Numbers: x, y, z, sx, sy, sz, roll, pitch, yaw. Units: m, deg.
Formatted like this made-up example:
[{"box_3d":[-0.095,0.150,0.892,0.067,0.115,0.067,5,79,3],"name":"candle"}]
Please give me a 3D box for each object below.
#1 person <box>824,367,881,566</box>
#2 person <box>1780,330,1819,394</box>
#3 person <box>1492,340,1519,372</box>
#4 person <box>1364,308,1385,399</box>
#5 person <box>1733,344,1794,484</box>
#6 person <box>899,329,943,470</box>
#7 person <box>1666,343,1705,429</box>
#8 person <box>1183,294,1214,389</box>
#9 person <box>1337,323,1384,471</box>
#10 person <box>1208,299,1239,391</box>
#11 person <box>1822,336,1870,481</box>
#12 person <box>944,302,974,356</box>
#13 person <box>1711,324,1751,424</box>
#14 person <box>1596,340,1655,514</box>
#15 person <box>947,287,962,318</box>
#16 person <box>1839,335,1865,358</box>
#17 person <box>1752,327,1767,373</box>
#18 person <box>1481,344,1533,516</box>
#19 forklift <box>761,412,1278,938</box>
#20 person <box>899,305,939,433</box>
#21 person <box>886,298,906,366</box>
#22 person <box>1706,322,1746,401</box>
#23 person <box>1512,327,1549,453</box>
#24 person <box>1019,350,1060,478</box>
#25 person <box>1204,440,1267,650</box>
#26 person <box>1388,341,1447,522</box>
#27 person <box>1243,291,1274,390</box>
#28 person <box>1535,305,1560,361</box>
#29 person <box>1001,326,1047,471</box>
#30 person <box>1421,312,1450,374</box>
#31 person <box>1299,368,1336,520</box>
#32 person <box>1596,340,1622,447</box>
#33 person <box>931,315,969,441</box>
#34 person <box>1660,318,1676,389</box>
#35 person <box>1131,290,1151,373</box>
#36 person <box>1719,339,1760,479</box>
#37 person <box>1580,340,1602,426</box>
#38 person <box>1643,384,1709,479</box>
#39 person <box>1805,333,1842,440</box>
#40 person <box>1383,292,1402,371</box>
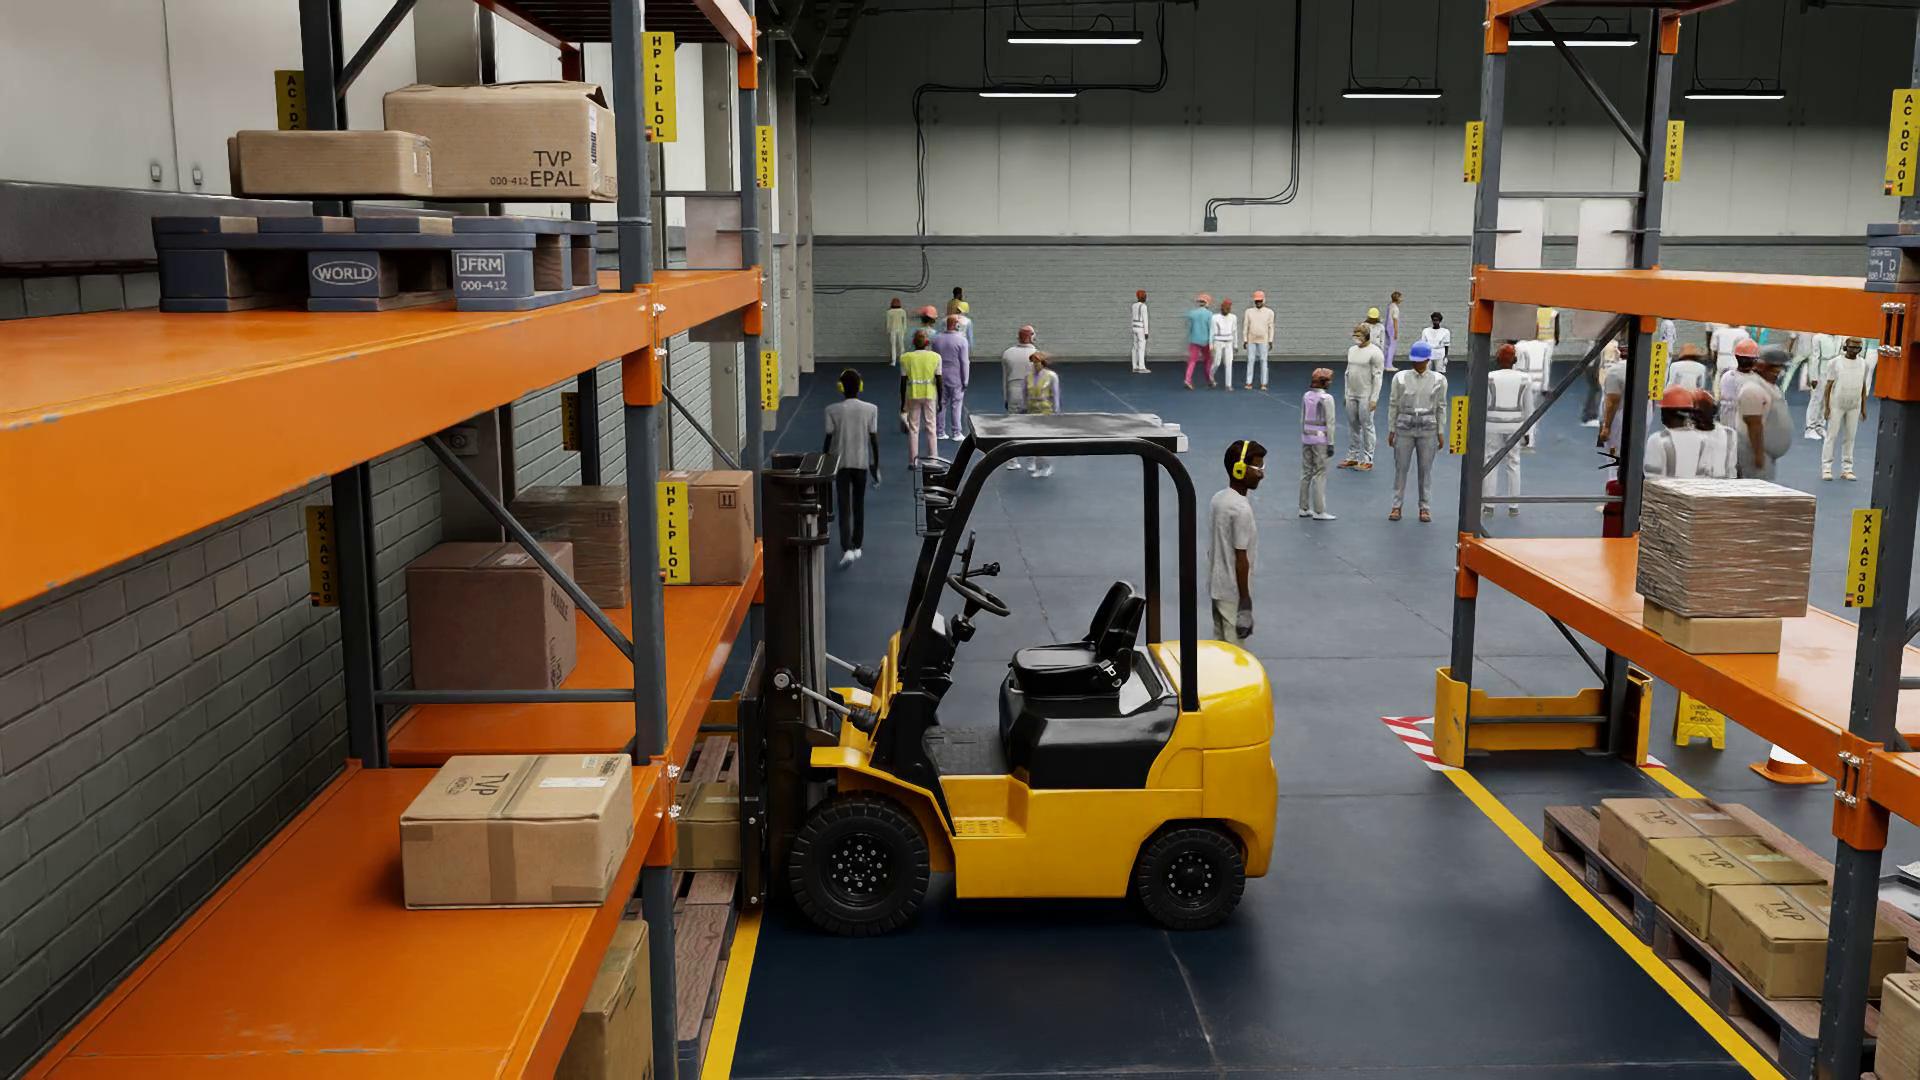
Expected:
[{"box_3d":[-1.012,-0.686,15.465,0.547,1.838,0.866,-2,10,-11],"name":"person"},{"box_3d":[15.512,-3.422,30.762,0.711,1.829,0.534,1,10,7],"name":"person"},{"box_3d":[11.621,-4.198,34.860,0.866,1.893,0.591,-3,11,-17],"name":"person"},{"box_3d":[7.814,-3.534,31.602,0.483,1.736,0.312,0,10,2],"name":"person"},{"box_3d":[7.801,-0.953,16.368,0.727,2.000,0.683,10,14,44],"name":"person"},{"box_3d":[-0.509,-1.826,21.769,0.564,1.848,0.388,0,10,-2],"name":"person"},{"box_3d":[9.884,-1.882,22.715,0.531,1.612,0.366,0,10,-1],"name":"person"},{"box_3d":[4.897,-4.045,33.878,0.619,1.949,1.015,7,12,34],"name":"person"},{"box_3d":[5.251,-1.867,21.763,0.373,1.935,0.628,-6,12,-28],"name":"person"},{"box_3d":[5.290,-3.952,33.630,0.644,1.848,0.838,-3,11,-15],"name":"person"},{"box_3d":[11.097,-1.655,20.840,0.505,1.840,0.346,1,10,6],"name":"person"},{"box_3d":[-0.030,-3.880,33.372,0.613,1.790,0.520,5,11,25],"name":"person"},{"box_3d":[12.734,-2.857,27.376,1.013,1.892,0.627,-6,12,-28],"name":"person"},{"box_3d":[7.277,-1.291,18.252,0.684,2.000,0.536,-4,11,-21],"name":"person"},{"box_3d":[-0.108,-5.024,39.388,0.386,1.918,0.590,-6,12,-32],"name":"person"},{"box_3d":[16.261,-3.271,30.410,0.314,1.637,0.514,-7,12,-34],"name":"person"},{"box_3d":[16.571,-4.113,34.559,0.359,1.835,0.512,6,12,28],"name":"person"},{"box_3d":[5.930,-1.194,18.150,0.584,1.882,0.337,2,10,8],"name":"person"},{"box_3d":[0.291,0.548,7.580,2.313,2.155,1.214,0,10,-2],"name":"forklift"},{"box_3d":[-0.599,-2.665,26.021,0.618,2.017,0.954,8,13,38],"name":"person"},{"box_3d":[-1.541,-5.014,40.127,0.501,1.633,0.282,-3,11,-18],"name":"person"},{"box_3d":[14.380,-3.619,31.219,0.705,2.000,0.561,8,13,39],"name":"person"},{"box_3d":[8.033,-2.180,23.721,0.600,1.859,0.763,-4,11,-22],"name":"person"},{"box_3d":[0.998,-1.587,21.081,0.510,1.622,0.407,8,13,38],"name":"person"},{"box_3d":[1.586,0.350,9.618,0.334,1.861,0.517,-2,10,-9],"name":"person"},{"box_3d":[4.886,-1.160,17.811,0.603,1.937,0.402,3,11,15],"name":"person"},{"box_3d":[6.049,-4.037,33.750,0.627,1.989,0.405,3,11,17],"name":"person"},{"box_3d":[12.779,-4.441,36.422,0.632,1.823,0.779,5,11,26],"name":"person"},{"box_3d":[0.859,-1.846,21.761,0.636,1.900,0.399,4,11,23],"name":"person"},{"box_3d":[8.775,-3.368,30.774,0.533,1.699,0.319,5,11,26],"name":"person"},{"box_3d":[3.859,-1.034,17.950,0.314,1.636,0.516,-4,11,-24],"name":"person"},{"box_3d":[9.502,-2.295,24.191,0.389,1.923,0.549,5,12,28],"name":"person"},{"box_3d":[-0.119,-2.434,25.028,0.644,1.900,0.399,7,12,32],"name":"person"},{"box_3d":[13.934,-3.745,32.748,0.297,1.745,0.484,1,10,5],"name":"person"},{"box_3d":[4.131,-4.765,38.049,0.356,1.882,0.574,-5,11,-27],"name":"person"},{"box_3d":[8.511,-1.220,18.143,0.552,1.936,0.360,-6,12,-30],"name":"person"},{"box_3d":[10.347,-2.787,27.029,0.455,1.885,0.639,1,10,8],"name":"person"},{"box_3d":[5.477,-0.225,12.695,0.548,1.915,0.847,-5,11,-27],"name":"person"},{"box_3d":[13.129,-2.491,25.278,0.597,1.916,0.372,-6,12,-29],"name":"person"},{"box_3d":[10.023,-4.820,38.500,0.352,1.839,0.501,-1,10,-4],"name":"person"}]
